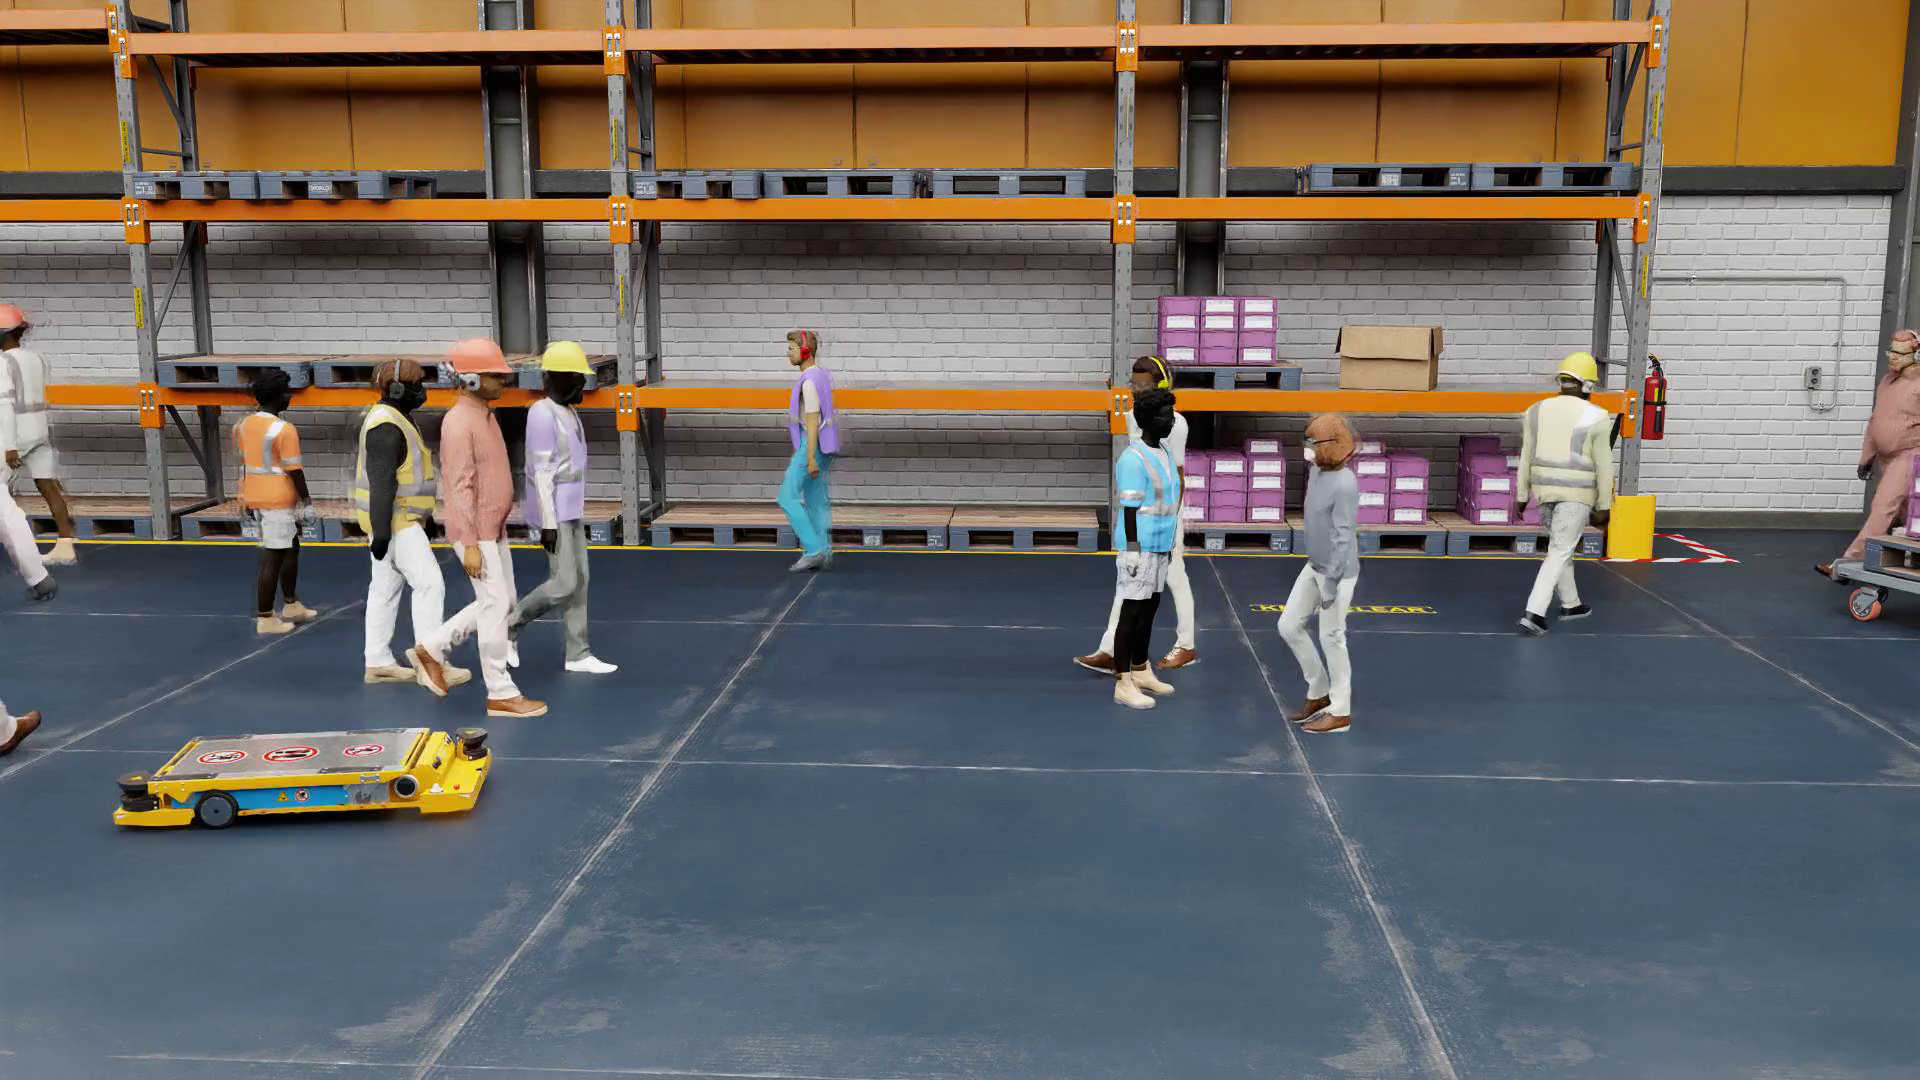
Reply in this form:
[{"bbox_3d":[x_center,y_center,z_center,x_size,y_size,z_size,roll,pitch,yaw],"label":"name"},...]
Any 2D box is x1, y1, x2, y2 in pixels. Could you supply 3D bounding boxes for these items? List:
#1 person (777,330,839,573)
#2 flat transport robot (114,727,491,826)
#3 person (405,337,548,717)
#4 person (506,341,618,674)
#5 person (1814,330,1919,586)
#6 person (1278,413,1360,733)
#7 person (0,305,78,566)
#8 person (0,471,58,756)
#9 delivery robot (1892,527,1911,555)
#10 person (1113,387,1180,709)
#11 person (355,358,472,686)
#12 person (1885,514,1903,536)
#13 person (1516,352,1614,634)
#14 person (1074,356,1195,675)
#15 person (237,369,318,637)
[{"bbox_3d":[-1.152,-0.661,12.511,0.477,1.830,0.573,1,10,4],"label":"person"},{"bbox_3d":[-2.824,1.018,7.252,1.431,0.197,0.652,-2,10,-9],"label":"flat transport robot"},{"bbox_3d":[-2.524,-0.055,8.558,0.680,1.975,0.621,0,10,0],"label":"person"},{"bbox_3d":[-2.305,-0.165,9.379,0.612,1.910,0.610,1,10,6],"label":"person"},{"bbox_3d":[6.620,-0.569,11.909,1.001,1.846,0.678,0,10,1],"label":"person"},{"bbox_3d":[1.800,0.176,8.217,0.409,1.612,0.514,-2,10,-10],"label":"person"},{"bbox_3d":[-7.307,-0.786,12.742,1.019,1.997,0.641,1,10,5],"label":"person"},{"bbox_3d":[-4.473,0.176,7.527,0.652,1.860,0.945,3,10,15],"label":"person"},{"bbox_3d":[7.033,0.048,11.825,0.477,0.478,0.707,-5,11,-28],"label":"delivery robot"},{"bbox_3d":[0.998,0.033,8.848,0.317,1.696,0.540,5,11,28],"label":"person"},{"bbox_3d":[-3.020,-0.094,9.230,0.718,1.816,0.642,-3,10,-17],"label":"person"},{"bbox_3d":[7.538,-0.720,12.905,0.517,1.806,0.702,-5,11,-29],"label":"person"},{"bbox_3d":[3.844,-0.304,10.596,0.936,1.781,0.599,-7,12,-36],"label":"person"},{"bbox_3d":[1.045,-0.121,9.398,0.918,1.820,0.531,-8,12,-38],"label":"person"},{"bbox_3d":[-4.241,-0.242,10.506,0.549,1.670,0.632,7,12,37],"label":"person"}]
